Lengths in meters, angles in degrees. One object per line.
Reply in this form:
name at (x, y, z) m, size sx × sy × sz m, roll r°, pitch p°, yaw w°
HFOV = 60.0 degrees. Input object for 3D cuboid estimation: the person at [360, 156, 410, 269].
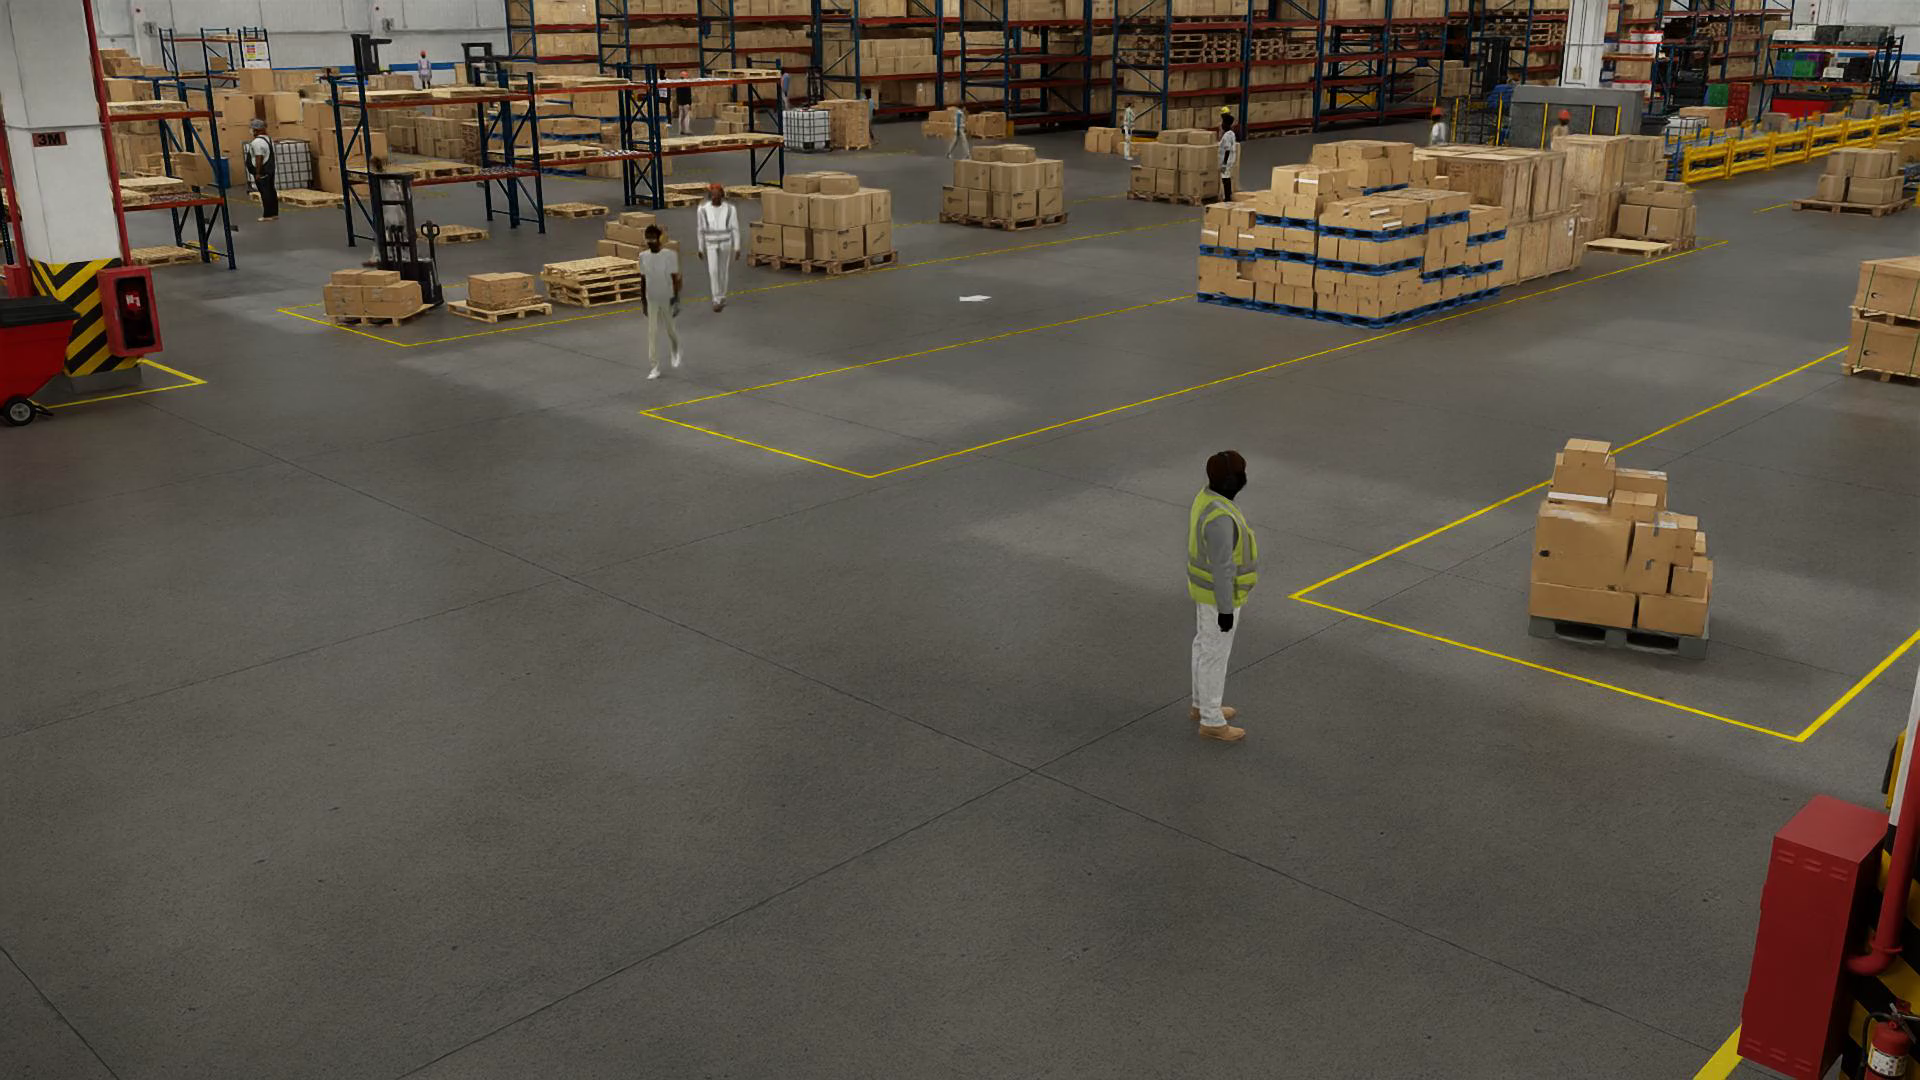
person at (-9.639, -5.470, 27.833) m, size 1.028 × 1.869 × 0.621 m, roll -15°, pitch 23°, yaw -38°

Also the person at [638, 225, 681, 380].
person at (-3.624, -2.924, 20.221) m, size 0.522 × 1.844 × 0.800 m, roll 1°, pitch 18°, yaw 3°

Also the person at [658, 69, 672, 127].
person at (-10.071, -15.077, 56.727) m, size 0.589 × 1.912 × 0.391 m, roll 12°, pitch 22°, yaw 32°

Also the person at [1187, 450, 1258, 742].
person at (1.632, 0.336, 10.387) m, size 0.429 × 1.846 × 0.633 m, roll 0°, pitch 18°, yaw 0°

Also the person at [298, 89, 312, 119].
person at (-18.110, -11.531, 46.094) m, size 1.081 × 1.883 × 0.644 m, roll 8°, pitch 20°, yaw 23°

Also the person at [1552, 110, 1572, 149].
person at (13.580, -8.753, 37.651) m, size 0.562 × 1.918 × 0.427 m, roll -15°, pitch 24°, yaw -38°

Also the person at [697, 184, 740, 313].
person at (-3.516, -4.270, 24.287) m, size 0.601 × 1.830 × 0.977 m, roll -3°, pitch 19°, yaw -10°

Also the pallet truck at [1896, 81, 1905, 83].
pallet truck at (34.802, -16.331, 61.455) m, size 0.653 × 1.274 × 1.630 m, roll 17°, pitch 25°, yaw 41°

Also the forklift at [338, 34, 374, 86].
forklift at (-23.320, -18.344, 65.050) m, size 1.129 × 2.768 × 1.873 m, roll 17°, pitch 25°, yaw 41°

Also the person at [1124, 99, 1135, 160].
person at (4.653, -11.279, 45.704) m, size 0.308 × 1.641 × 0.517 m, roll 3°, pitch 19°, yaw 8°

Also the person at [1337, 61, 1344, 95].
person at (16.598, -20.301, 72.795) m, size 0.318 × 1.697 × 0.534 m, roll 11°, pitch 21°, yaw 29°

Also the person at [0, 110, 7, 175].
person at (-24.479, -10.227, 42.101) m, size 0.669 × 1.924 × 0.636 m, roll 11°, pitch 21°, yaw 30°

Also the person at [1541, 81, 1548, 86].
person at (19.392, -14.483, 55.429) m, size 0.510 × 1.593 × 0.833 m, roll 12°, pitch 22°, yaw 32°

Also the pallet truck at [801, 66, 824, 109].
pallet truck at (-4.812, -15.182, 56.903) m, size 0.823 × 1.965 × 1.885 m, roll -9°, pitch 21°, yaw -26°

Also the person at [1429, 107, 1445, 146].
person at (11.073, -9.043, 38.525) m, size 0.578 × 1.919 × 0.568 m, roll 13°, pitch 23°, yaw 35°

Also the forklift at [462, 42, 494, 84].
forklift at (-15.832, -14.974, 54.895) m, size 1.873 × 2.768 × 1.129 m, roll 16°, pitch 24°, yaw 41°

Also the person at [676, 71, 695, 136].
person at (-8.812, -13.989, 53.312) m, size 0.622 × 1.992 × 0.397 m, roll 13°, pitch 22°, yaw 35°

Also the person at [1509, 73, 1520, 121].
person at (19.790, -15.805, 59.345) m, size 0.277 × 1.635 × 0.505 m, roll 8°, pitch 20°, yaw 23°

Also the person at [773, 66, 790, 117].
person at (-6.557, -16.345, 60.678) m, size 0.756 × 1.819 × 0.654 m, roll -15°, pitch 24°, yaw -38°

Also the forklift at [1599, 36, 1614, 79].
forklift at (23.848, -17.460, 62.387) m, size 1.129 × 2.768 × 1.873 m, roll 17°, pitch 25°, yaw 41°

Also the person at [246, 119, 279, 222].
person at (-14.106, -7.458, 33.564) m, size 0.539 × 2.000 × 0.688 m, roll 0°, pitch 18°, yaw 1°

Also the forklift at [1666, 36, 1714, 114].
forklift at (27.341, -17.291, 61.877) m, size 1.129 × 2.768 × 1.873 m, roll 17°, pitch 25°, yaw 41°

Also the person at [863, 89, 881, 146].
person at (-2.686, -12.648, 49.793) m, size 0.856 × 1.646 × 0.556 m, roll 11°, pitch 22°, yaw 31°

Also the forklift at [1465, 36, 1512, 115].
forklift at (19.973, -17.201, 61.605) m, size 1.873 × 2.768 × 1.129 m, roll 16°, pitch 24°, yaw 40°

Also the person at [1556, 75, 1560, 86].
person at (22.401, -16.713, 61.921) m, size 0.539 × 1.739 × 0.697 m, roll 14°, pitch 23°, yaw 35°

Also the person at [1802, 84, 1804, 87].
person at (34.712, -18.811, 68.244) m, size 0.381 × 1.720 × 0.587 m, roll -1°, pitch 18°, yaw -2°

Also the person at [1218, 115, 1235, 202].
person at (5.692, -8.088, 35.575) m, size 0.361 × 1.965 × 0.613 m, roll 6°, pitch 19°, yaw 16°

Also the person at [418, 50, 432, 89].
person at (-23.409, -20.417, 72.771) m, size 0.551 × 1.934 × 0.373 m, roll -7°, pitch 20°, yaw -19°

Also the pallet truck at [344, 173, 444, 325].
pallet truck at (-8.209, -4.181, 23.757) m, size 0.823 × 1.965 × 1.885 m, roll 3°, pitch 19°, yaw 9°

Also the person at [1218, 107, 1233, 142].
person at (6.466, -9.700, 40.750) m, size 0.534 × 1.765 × 0.324 m, roll -16°, pitch 24°, yaw -39°

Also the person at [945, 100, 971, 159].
person at (-0.026, -11.280, 45.763) m, size 0.838 × 1.600 × 0.520 m, roll 1°, pitch 18°, yaw 3°

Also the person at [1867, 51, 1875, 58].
person at (38.501, -19.712, 70.552) m, size 0.386 × 1.996 × 0.610 m, roll 13°, pitch 22°, yaw 34°
